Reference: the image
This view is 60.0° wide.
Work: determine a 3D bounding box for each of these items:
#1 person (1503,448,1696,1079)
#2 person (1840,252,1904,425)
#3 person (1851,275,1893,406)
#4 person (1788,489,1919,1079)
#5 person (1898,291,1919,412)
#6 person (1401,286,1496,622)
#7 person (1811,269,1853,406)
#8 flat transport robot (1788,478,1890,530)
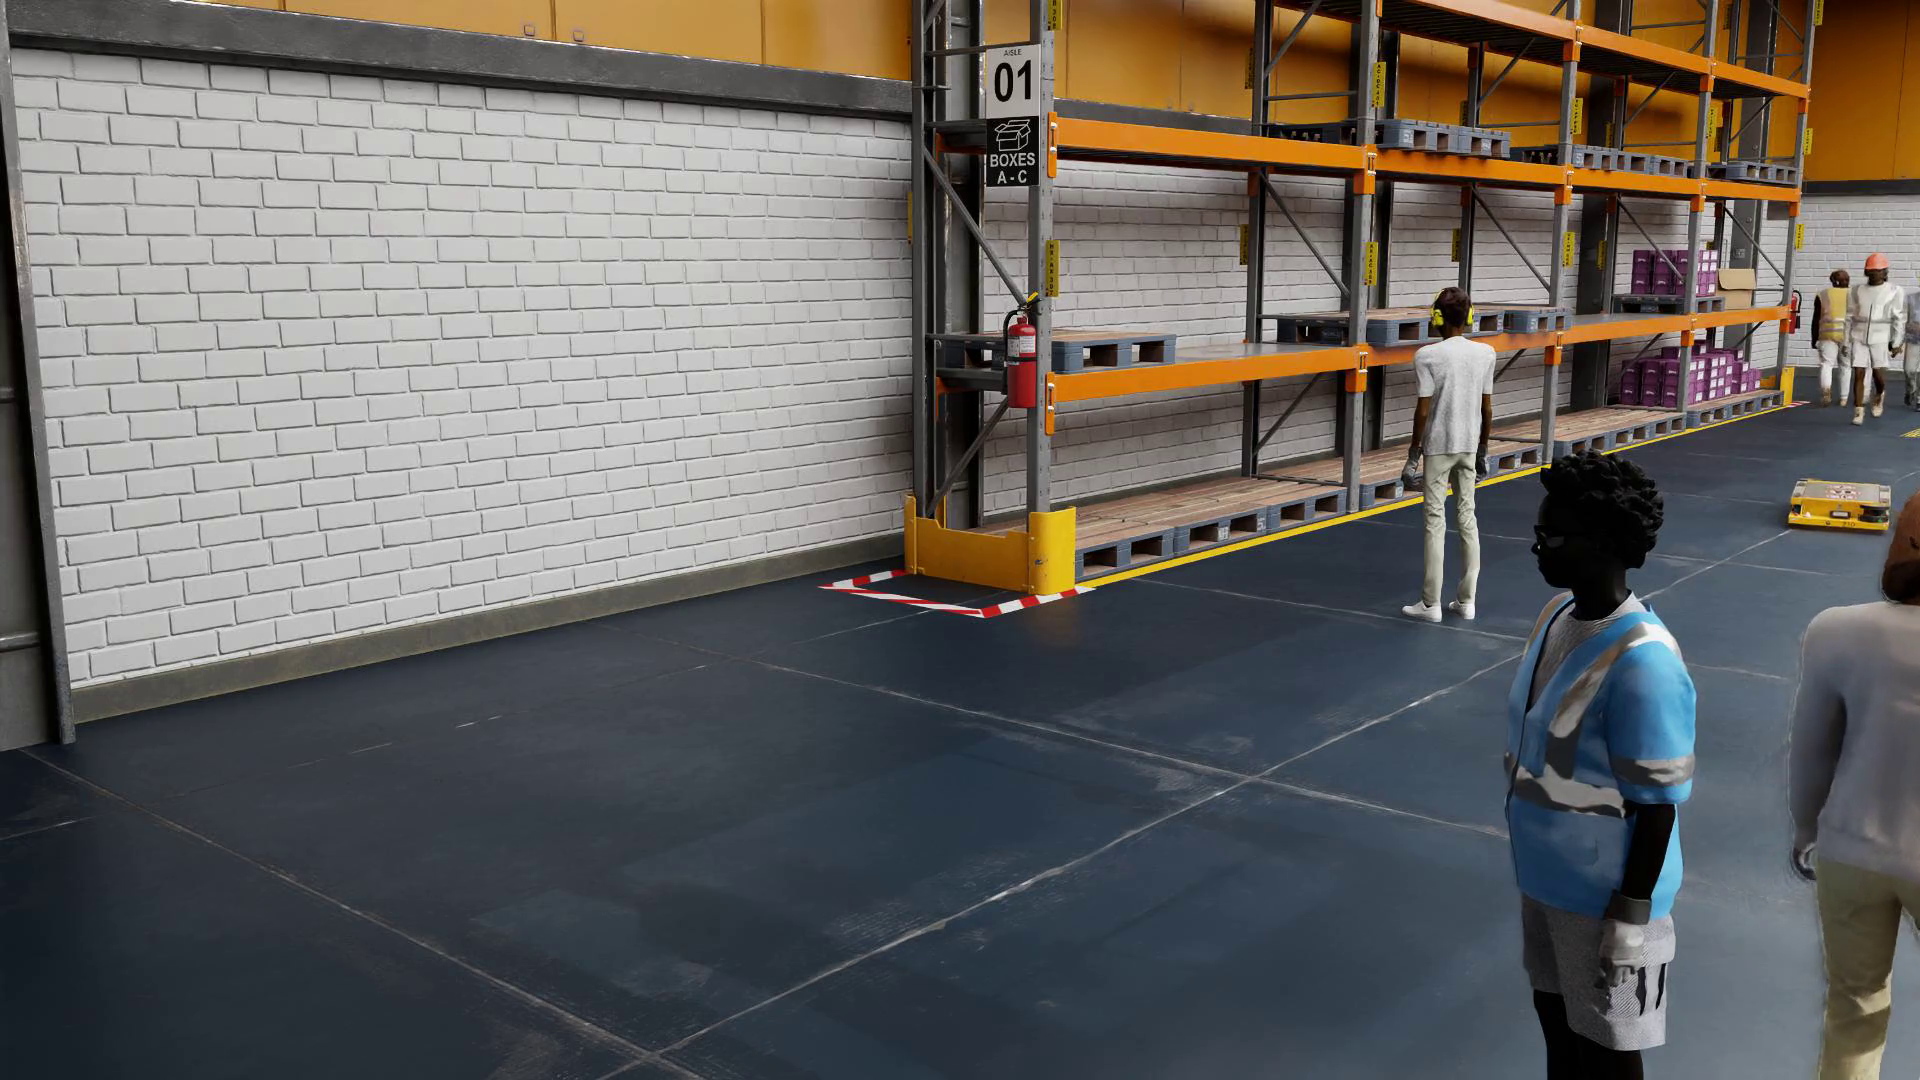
[{"bbox_3d":[1.221,0.667,3.263,0.317,1.695,0.540,0,10,-1],"label":"person"},{"bbox_3d":[10.743,-2.369,19.604,0.611,2.025,0.587,8,13,37],"label":"person"},{"bbox_3d":[12.003,-2.665,21.992,0.628,1.777,0.954,9,13,41],"label":"person"},{"bbox_3d":[1.999,0.670,3.450,0.539,1.609,0.551,9,13,41],"label":"person"},{"bbox_3d":[12.305,-2.550,21.215,0.601,1.816,0.503,6,11,29],"label":"person"},{"bbox_3d":[2.711,-0.471,9.271,0.519,1.865,0.328,-3,10,-14],"label":"person"},{"bbox_3d":[11.502,-2.640,21.790,0.636,1.809,0.775,4,11,21],"label":"person"},{"bbox_3d":[6.745,-0.284,12.735,0.652,0.197,1.431,5,11,28],"label":"flat transport robot"}]
